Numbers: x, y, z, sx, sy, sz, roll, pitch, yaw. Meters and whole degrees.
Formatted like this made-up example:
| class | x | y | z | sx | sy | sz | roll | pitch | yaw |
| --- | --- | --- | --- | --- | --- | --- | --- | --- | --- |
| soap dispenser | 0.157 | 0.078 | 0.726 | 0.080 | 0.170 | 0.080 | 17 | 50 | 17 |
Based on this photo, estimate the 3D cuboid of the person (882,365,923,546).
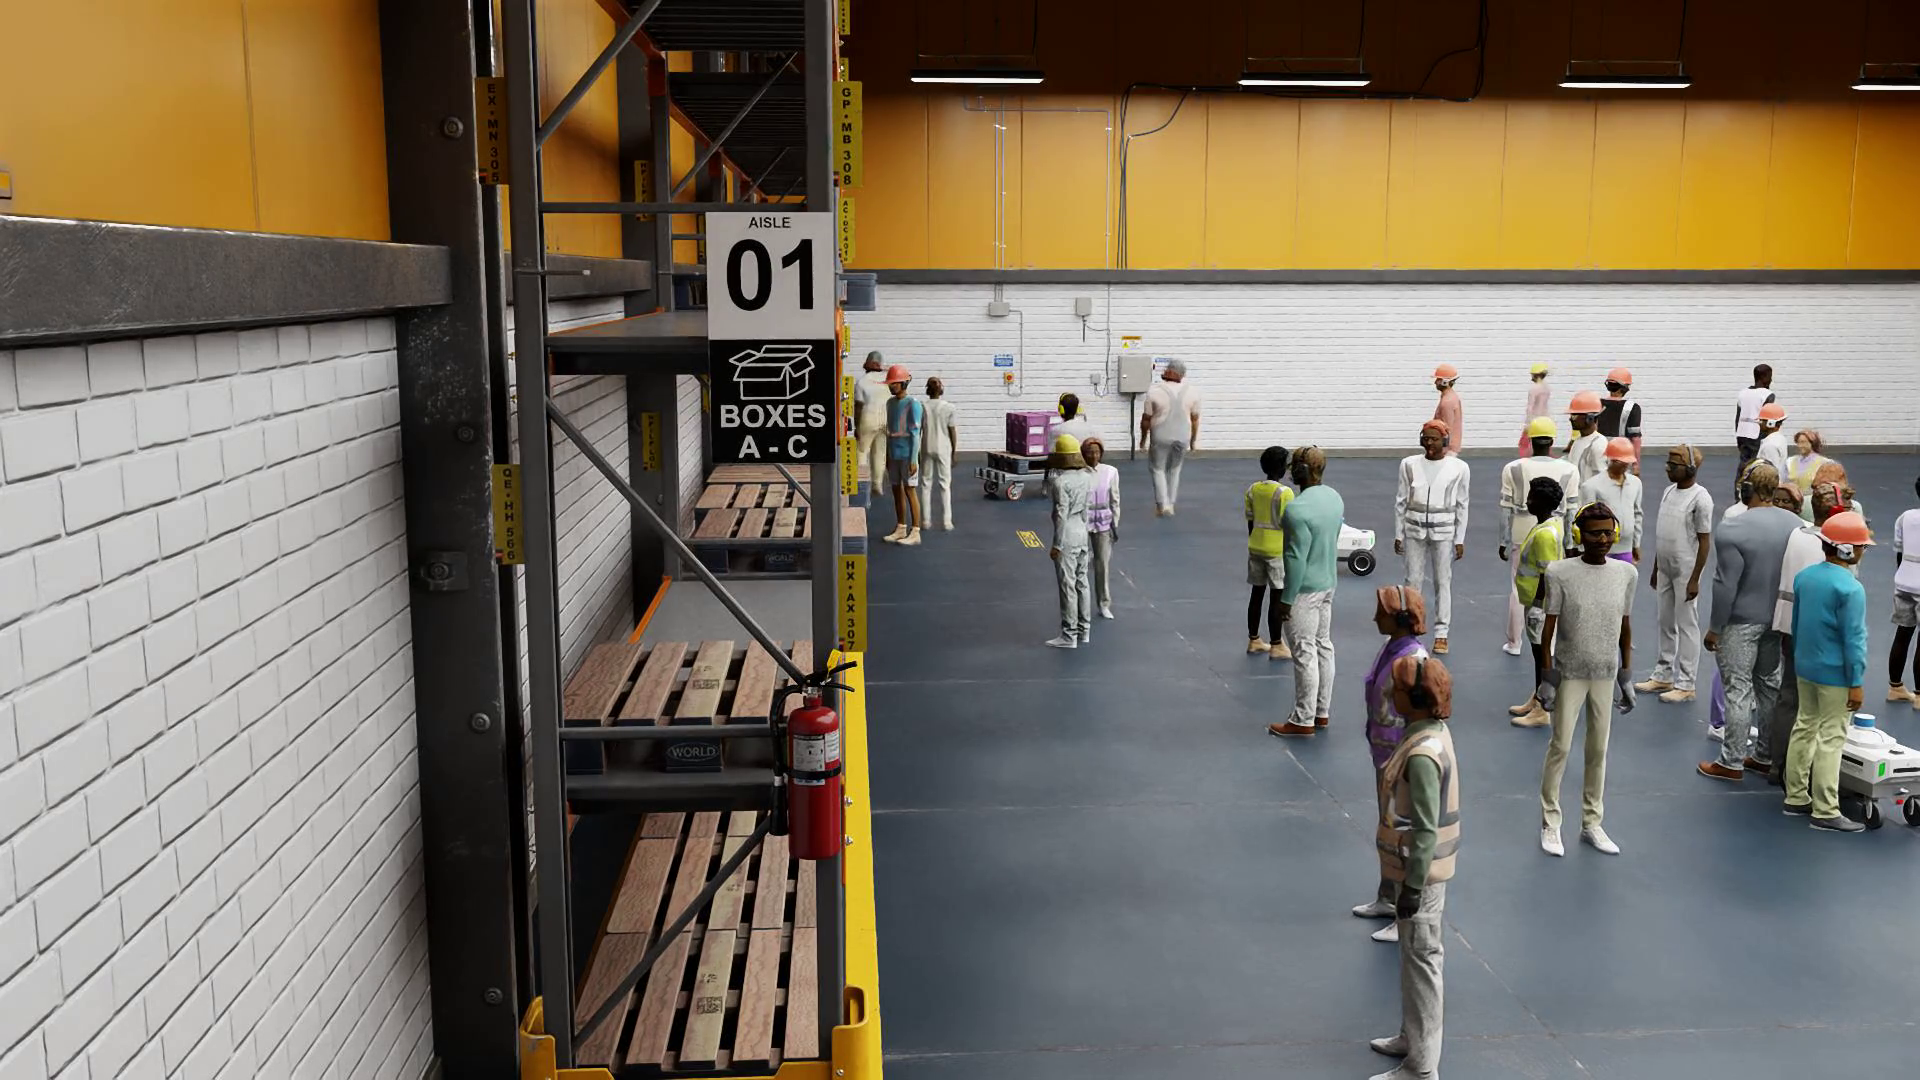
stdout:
| class | x | y | z | sx | sy | sz | roll | pitch | yaw |
| --- | --- | --- | --- | --- | --- | --- | --- | --- | --- |
| person | -0.670 | -0.948 | 18.702 | 0.406 | 2.035 | 0.608 | -6 | 11 | -35 |

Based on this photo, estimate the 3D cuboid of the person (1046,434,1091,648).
| class | x | y | z | sx | sy | sz | roll | pitch | yaw |
| --- | --- | --- | --- | --- | --- | --- | --- | --- | --- |
| person | 0.883 | 0.007 | 13.608 | 0.304 | 1.741 | 0.494 | 6 | 11 | 33 |

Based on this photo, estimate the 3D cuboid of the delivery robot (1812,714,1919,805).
| class | x | y | z | sx | sy | sz | roll | pitch | yaw |
| --- | --- | --- | --- | --- | --- | --- | --- | --- | --- |
| delivery robot | 5.084 | 1.226 | 9.378 | 0.477 | 0.478 | 0.707 | -2 | 9 | -11 |

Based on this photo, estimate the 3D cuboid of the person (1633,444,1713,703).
| class | x | y | z | sx | sy | sz | roll | pitch | yaw |
| --- | --- | --- | --- | --- | --- | --- | --- | --- | --- |
| person | 5.112 | 0.235 | 11.855 | 0.345 | 1.846 | 0.507 | -2 | 9 | -13 |

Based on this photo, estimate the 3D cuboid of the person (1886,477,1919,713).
| class | x | y | z | sx | sy | sz | roll | pitch | yaw |
| --- | --- | --- | --- | --- | --- | --- | --- | --- | --- |
| person | 6.724 | 0.349 | 11.599 | 0.319 | 1.697 | 0.533 | -1 | 9 | -7 |

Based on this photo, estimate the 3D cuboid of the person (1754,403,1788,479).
| class | x | y | z | sx | sy | sz | roll | pitch | yaw |
| --- | --- | --- | --- | --- | --- | --- | --- | --- | --- |
| person | 8.122 | -0.500 | 16.752 | 0.329 | 1.751 | 0.572 | 5 | 10 | 29 |

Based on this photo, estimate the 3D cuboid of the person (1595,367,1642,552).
| class | x | y | z | sx | sy | sz | roll | pitch | yaw |
| --- | --- | --- | --- | --- | --- | --- | --- | --- | --- |
| person | 7.145 | -0.873 | 18.189 | 0.615 | 2.040 | 0.391 | 9 | 13 | 44 |

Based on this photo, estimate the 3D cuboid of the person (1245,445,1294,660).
| class | x | y | z | sx | sy | sz | roll | pitch | yaw |
| --- | --- | --- | --- | --- | --- | --- | --- | --- | --- |
| person | 2.469 | 0.098 | 13.171 | 0.319 | 1.699 | 0.533 | -5 | 10 | -30 |

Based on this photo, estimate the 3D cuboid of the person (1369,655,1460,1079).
| class | x | y | z | sx | sy | sz | roll | pitch | yaw |
| --- | --- | --- | --- | --- | --- | --- | --- | --- | --- |
| person | 1.704 | 1.235 | 6.218 | 0.306 | 1.639 | 0.524 | 3 | 9 | 16 |

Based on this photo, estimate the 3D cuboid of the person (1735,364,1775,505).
| class | x | y | z | sx | sy | sz | roll | pitch | yaw |
| --- | --- | --- | --- | --- | --- | --- | --- | --- | --- |
| person | 10.072 | -1.270 | 21.093 | 0.394 | 1.915 | 0.587 | -3 | 9 | -16 |

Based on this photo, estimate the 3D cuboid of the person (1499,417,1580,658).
| class | x | y | z | sx | sy | sz | roll | pitch | yaw |
| --- | --- | --- | --- | --- | --- | --- | --- | --- | --- |
| person | 4.587 | -0.020 | 13.229 | 0.586 | 1.920 | 0.396 | 2 | 9 | 13 |

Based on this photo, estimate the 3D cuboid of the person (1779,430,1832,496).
| class | x | y | z | sx | sy | sz | roll | pitch | yaw |
| --- | --- | --- | --- | --- | --- | --- | --- | --- | --- |
| person | 7.799 | -0.225 | 15.479 | 0.854 | 1.593 | 0.543 | -4 | 10 | -24 |

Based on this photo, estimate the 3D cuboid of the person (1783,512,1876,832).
| class | x | y | z | sx | sy | sz | roll | pitch | yaw |
| --- | --- | --- | --- | --- | --- | --- | --- | --- | --- |
| person | 4.792 | 0.712 | 9.139 | 0.330 | 1.750 | 0.573 | -1 | 9 | -4 |

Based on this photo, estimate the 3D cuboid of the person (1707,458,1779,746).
| class | x | y | z | sx | sy | sz | roll | pitch | yaw |
| --- | --- | --- | --- | --- | --- | --- | --- | --- | --- |
| person | 5.107 | 0.393 | 10.805 | 0.316 | 1.864 | 0.531 | 9 | 12 | 43 |

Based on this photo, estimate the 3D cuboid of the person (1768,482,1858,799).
| class | x | y | z | sx | sy | sz | roll | pitch | yaw |
| --- | --- | --- | --- | --- | --- | --- | --- | --- | --- |
| person | 4.968 | 0.577 | 9.702 | 0.373 | 1.843 | 0.571 | -2 | 9 | -11 |

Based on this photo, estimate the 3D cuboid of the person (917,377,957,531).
| class | x | y | z | sx | sy | sz | roll | pitch | yaw |
| --- | --- | --- | --- | --- | --- | --- | --- | --- | --- |
| person | -0.296 | -1.019 | 19.776 | 0.515 | 1.838 | 0.347 | 2 | 9 | 11 |

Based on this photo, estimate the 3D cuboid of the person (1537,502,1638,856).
| class | x | y | z | sx | sy | sz | roll | pitch | yaw |
| --- | --- | --- | --- | --- | --- | --- | --- | --- | --- |
| person | 3.285 | 0.724 | 8.705 | 0.520 | 1.871 | 0.326 | -1 | 9 | -4 |

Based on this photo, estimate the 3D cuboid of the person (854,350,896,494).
| class | x | y | z | sx | sy | sz | roll | pitch | yaw |
| --- | --- | --- | --- | --- | --- | --- | --- | --- | --- |
| person | -1.214 | -1.625 | 22.919 | 0.720 | 2.000 | 0.558 | -6 | 11 | -35 |

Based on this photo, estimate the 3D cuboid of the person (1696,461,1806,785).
| class | x | y | z | sx | sy | sz | roll | pitch | yaw |
| --- | --- | --- | --- | --- | --- | --- | --- | --- | --- |
| person | 4.723 | 0.494 | 9.937 | 0.630 | 1.940 | 0.370 | -3 | 10 | -20 |

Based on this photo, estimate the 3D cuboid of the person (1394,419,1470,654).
| class | x | y | z | sx | sy | sz | roll | pitch | yaw |
| --- | --- | --- | --- | --- | --- | --- | --- | --- | --- |
| person | 3.783 | -0.029 | 13.395 | 0.574 | 1.883 | 0.355 | 4 | 10 | 26 |

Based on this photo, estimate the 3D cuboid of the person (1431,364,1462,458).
| class | x | y | z | sx | sy | sz | roll | pitch | yaw |
| --- | --- | --- | --- | --- | --- | --- | --- | --- | --- |
| person | 5.725 | -1.081 | 19.645 | 0.384 | 1.996 | 0.610 | 4 | 10 | 22 |

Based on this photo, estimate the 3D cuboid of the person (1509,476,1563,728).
| class | x | y | z | sx | sy | sz | roll | pitch | yaw |
| --- | --- | --- | --- | --- | --- | --- | --- | --- | --- |
| person | 3.898 | 0.414 | 11.197 | 0.318 | 1.697 | 0.535 | 3 | 9 | 17 |

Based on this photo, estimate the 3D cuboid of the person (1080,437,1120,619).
| class | x | y | z | sx | sy | sz | roll | pitch | yaw |
| --- | --- | --- | --- | --- | --- | --- | --- | --- | --- |
| person | 1.147 | -0.097 | 14.619 | 0.516 | 1.630 | 0.319 | -2 | 9 | -14 |

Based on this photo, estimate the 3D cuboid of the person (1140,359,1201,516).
| class | x | y | z | sx | sy | sz | roll | pitch | yaw |
| --- | --- | --- | --- | --- | --- | --- | --- | --- | --- |
| person | 2.634 | -1.306 | 20.916 | 0.716 | 2.000 | 0.621 | -2 | 9 | -11 |

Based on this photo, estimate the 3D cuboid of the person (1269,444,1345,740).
| class | x | y | z | sx | sy | sz | roll | pitch | yaw |
| --- | --- | --- | --- | --- | --- | --- | --- | --- | --- |
| person | 2.273 | 0.338 | 10.914 | 0.373 | 1.940 | 0.628 | 7 | 11 | 37 |

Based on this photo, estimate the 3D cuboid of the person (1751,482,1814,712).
| class | x | y | z | sx | sy | sz | roll | pitch | yaw |
| --- | --- | --- | --- | --- | --- | --- | --- | --- | --- |
| person | 5.582 | 0.416 | 11.351 | 0.514 | 1.642 | 0.310 | 7 | 12 | 39 |

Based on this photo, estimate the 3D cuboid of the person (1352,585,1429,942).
| class | x | y | z | sx | sy | sz | roll | pitch | yaw |
| --- | --- | --- | --- | --- | --- | --- | --- | --- | --- |
| person | 2.004 | 1.013 | 7.613 | 0.310 | 1.638 | 0.523 | 0 | 9 | -1 |

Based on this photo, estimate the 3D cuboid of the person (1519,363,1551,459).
| class | x | y | z | sx | sy | sz | roll | pitch | yaw |
| --- | --- | --- | --- | --- | --- | --- | --- | --- | --- |
| person | 8.420 | -1.727 | 24.465 | 0.555 | 1.753 | 0.470 | -6 | 11 | -35 |

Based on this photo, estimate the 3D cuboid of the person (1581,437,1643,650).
| class | x | y | z | sx | sy | sz | roll | pitch | yaw |
| --- | --- | --- | --- | --- | --- | --- | --- | --- | --- |
| person | 5.276 | 0.035 | 13.440 | 0.573 | 1.741 | 0.355 | -3 | 10 | -18 |

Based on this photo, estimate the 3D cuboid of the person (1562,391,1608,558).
| class | x | y | z | sx | sy | sz | roll | pitch | yaw |
| --- | --- | --- | --- | --- | --- | --- | --- | --- | --- |
| person | 5.340 | -0.256 | 14.313 | 0.382 | 2.041 | 0.616 | 0 | 9 | 2 |

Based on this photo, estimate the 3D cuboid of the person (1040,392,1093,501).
| class | x | y | z | sx | sy | sz | roll | pitch | yaw |
| --- | --- | --- | --- | --- | --- | --- | --- | --- | --- |
| person | 1.075 | -0.580 | 16.958 | 0.564 | 1.844 | 0.673 | -4 | 10 | -26 |

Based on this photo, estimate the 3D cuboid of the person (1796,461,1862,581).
| class | x | y | z | sx | sy | sz | roll | pitch | yaw |
| --- | --- | --- | --- | --- | --- | --- | --- | --- | --- |
| person | 6.566 | 0.212 | 12.659 | 0.507 | 1.632 | 0.272 | 6 | 11 | 35 |
